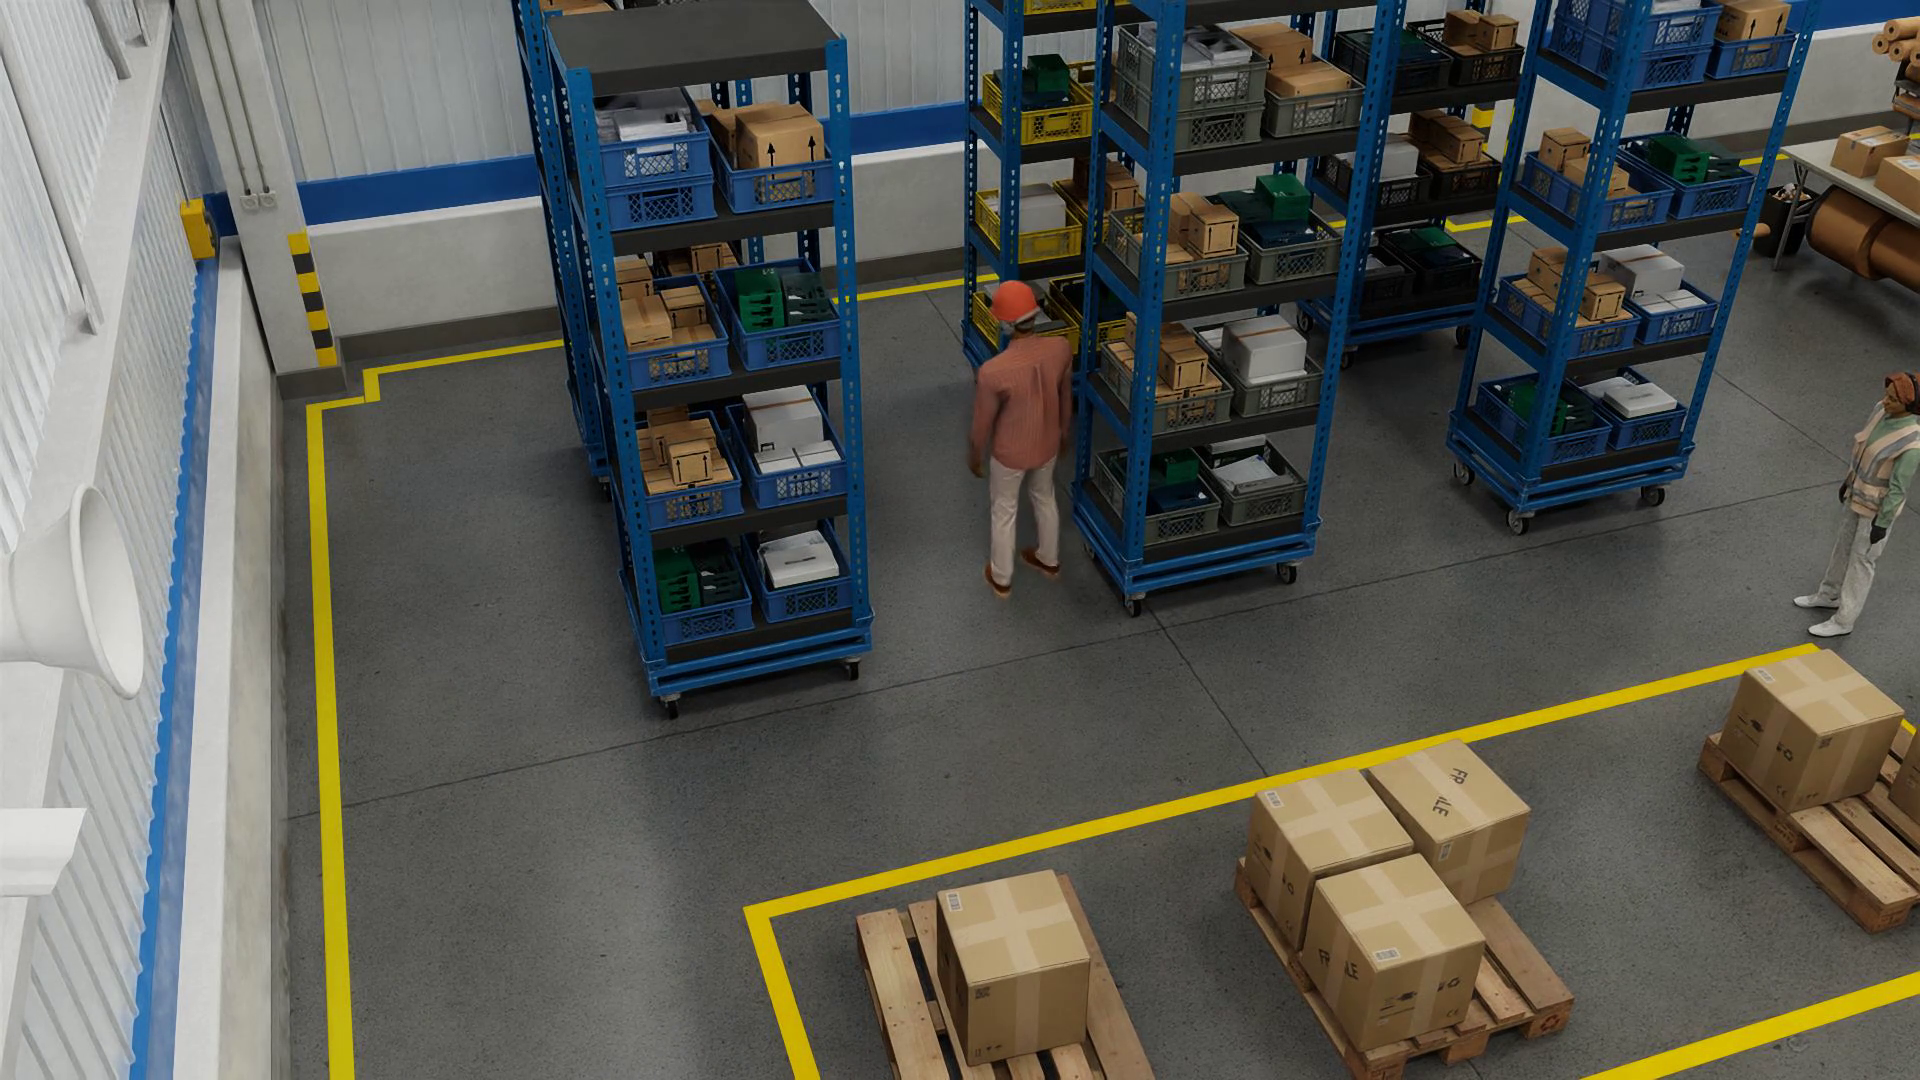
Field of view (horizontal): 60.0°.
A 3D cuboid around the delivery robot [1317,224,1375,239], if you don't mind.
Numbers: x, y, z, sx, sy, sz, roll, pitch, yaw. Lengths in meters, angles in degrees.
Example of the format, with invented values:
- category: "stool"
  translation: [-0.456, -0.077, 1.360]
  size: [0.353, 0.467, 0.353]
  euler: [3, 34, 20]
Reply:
- category: "delivery robot"
  translation: [2.975, -2.199, 12.826]
  size: [0.707, 0.478, 0.477]
  euler: [-7, 36, -10]

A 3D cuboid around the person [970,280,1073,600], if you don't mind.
- category: "person"
  translation: [0.344, -0.543, 9.327]
  size: [0.624, 1.982, 0.411]
  euler: [-21, 40, -27]

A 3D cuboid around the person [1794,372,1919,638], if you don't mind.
- category: "person"
  translation: [5.000, -0.198, 9.141]
  size: [0.313, 1.634, 0.514]
  euler: [3, 35, 4]
